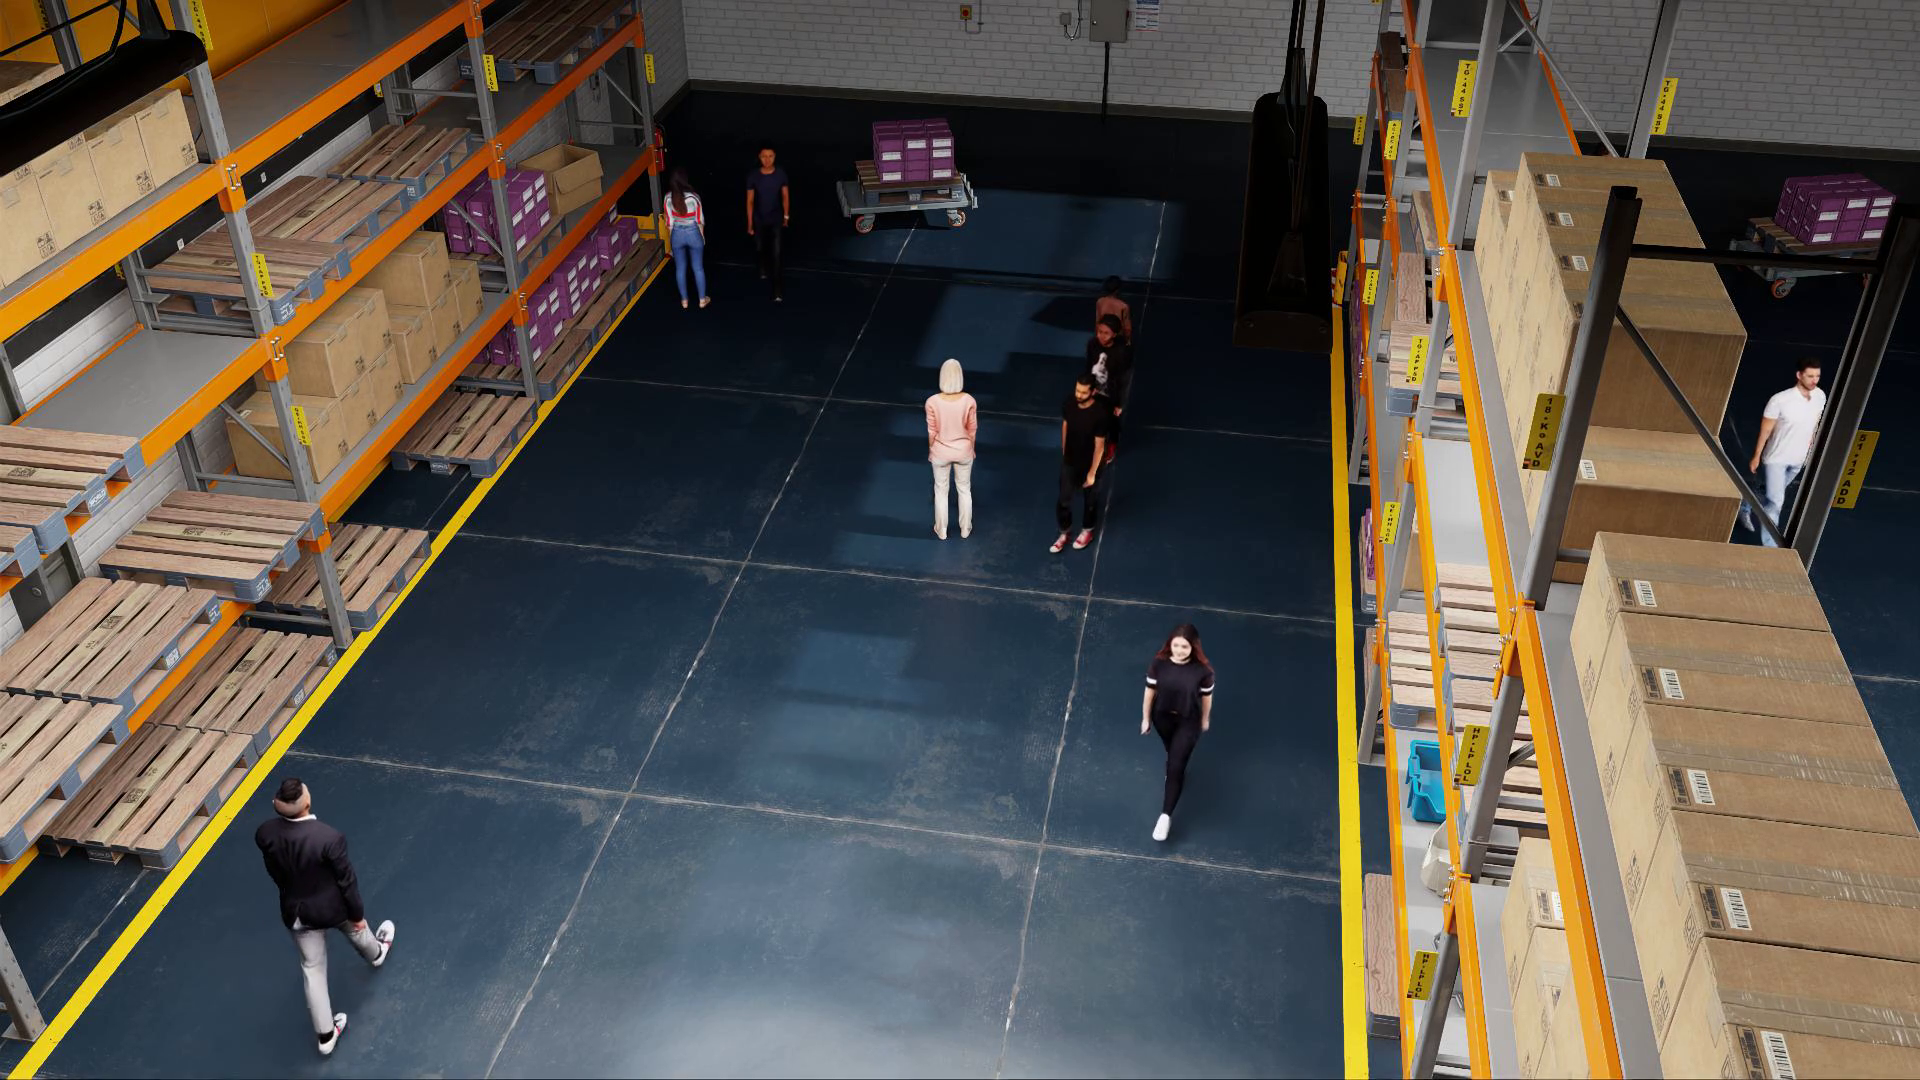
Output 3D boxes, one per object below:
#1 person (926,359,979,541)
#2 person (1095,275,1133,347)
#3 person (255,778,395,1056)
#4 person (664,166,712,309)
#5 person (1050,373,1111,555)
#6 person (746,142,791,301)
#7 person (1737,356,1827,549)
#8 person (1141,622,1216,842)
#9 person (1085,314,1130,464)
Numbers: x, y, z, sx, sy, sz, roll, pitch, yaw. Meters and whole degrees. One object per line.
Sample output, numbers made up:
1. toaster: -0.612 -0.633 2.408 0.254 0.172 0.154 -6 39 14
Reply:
1. person: -0.070 -0.777 14.350 0.654 1.726 0.614 -3 34 -5
2. person: 1.497 -2.035 16.688 0.763 1.233 0.983 20 39 27
3. person: -3.791 2.198 9.723 0.807 1.893 1.220 2 34 3
4. person: -3.013 -3.330 18.294 0.614 1.612 0.554 0 34 0
5. person: 1.110 -0.709 14.236 0.736 1.739 0.800 17 37 24
6. person: -2.163 -3.616 18.589 0.935 1.762 1.222 -6 34 -8
7. person: 7.003 -0.752 14.224 0.975 1.823 1.248 -7 34 -10
8. person: 1.508 1.193 11.513 0.730 1.586 1.155 11 35 16
9. person: 1.373 -1.371 15.335 0.819 1.626 1.159 16 37 23
